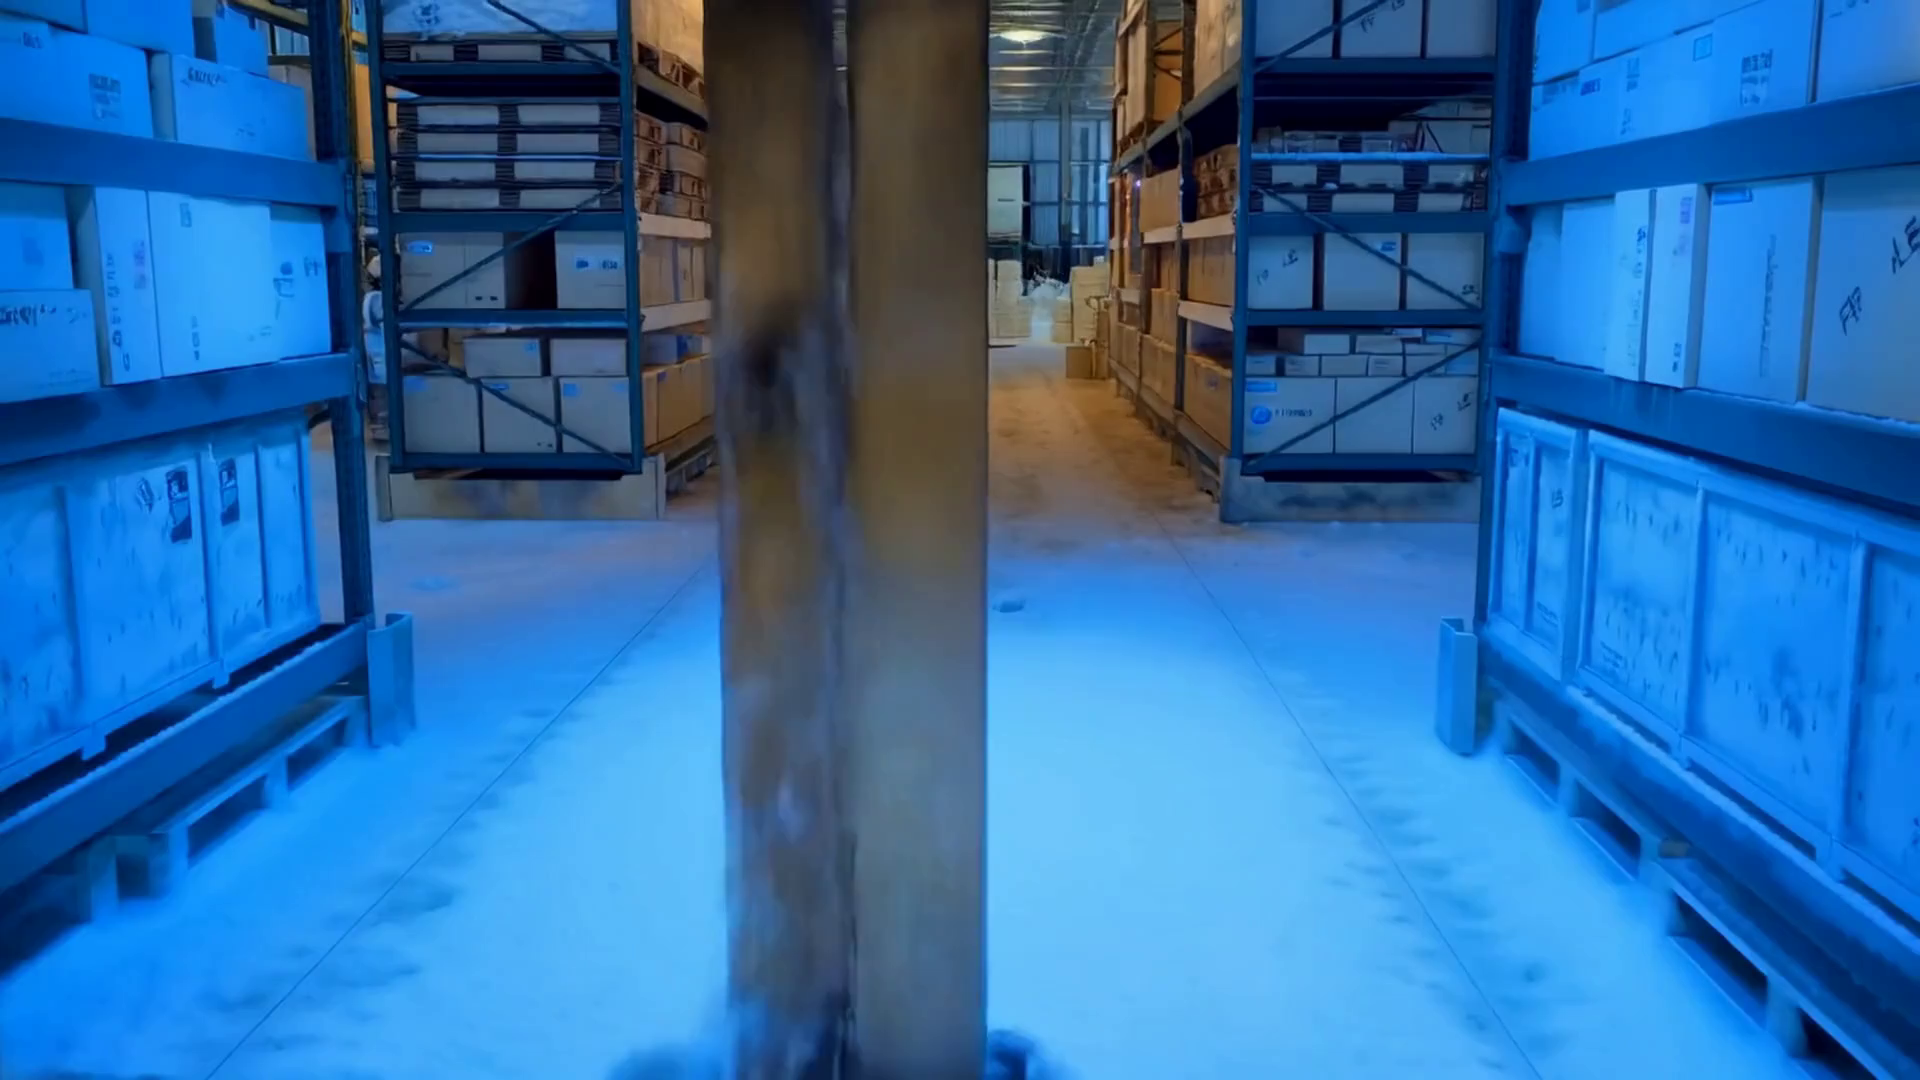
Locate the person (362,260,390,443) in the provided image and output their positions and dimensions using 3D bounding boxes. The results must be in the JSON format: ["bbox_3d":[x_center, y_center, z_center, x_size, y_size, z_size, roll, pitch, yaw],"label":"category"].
[{"bbox_3d":[-6.515,-2.121,18.769,0.378,2.045,0.605,-7,12,-34],"label":"person"}]

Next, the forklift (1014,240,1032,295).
[{"bbox_3d":[2.253,-9.426,60.022,1.873,2.768,1.129,-3,10,-16],"label":"forklift"}]

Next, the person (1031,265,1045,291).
[{"bbox_3d":[2.477,-7.661,52.255,0.354,1.942,0.545,9,13,44],"label":"person"}]

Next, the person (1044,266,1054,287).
[{"bbox_3d":[3.244,-8.855,59.578,1.026,1.883,0.649,2,10,13],"label":"person"}]
